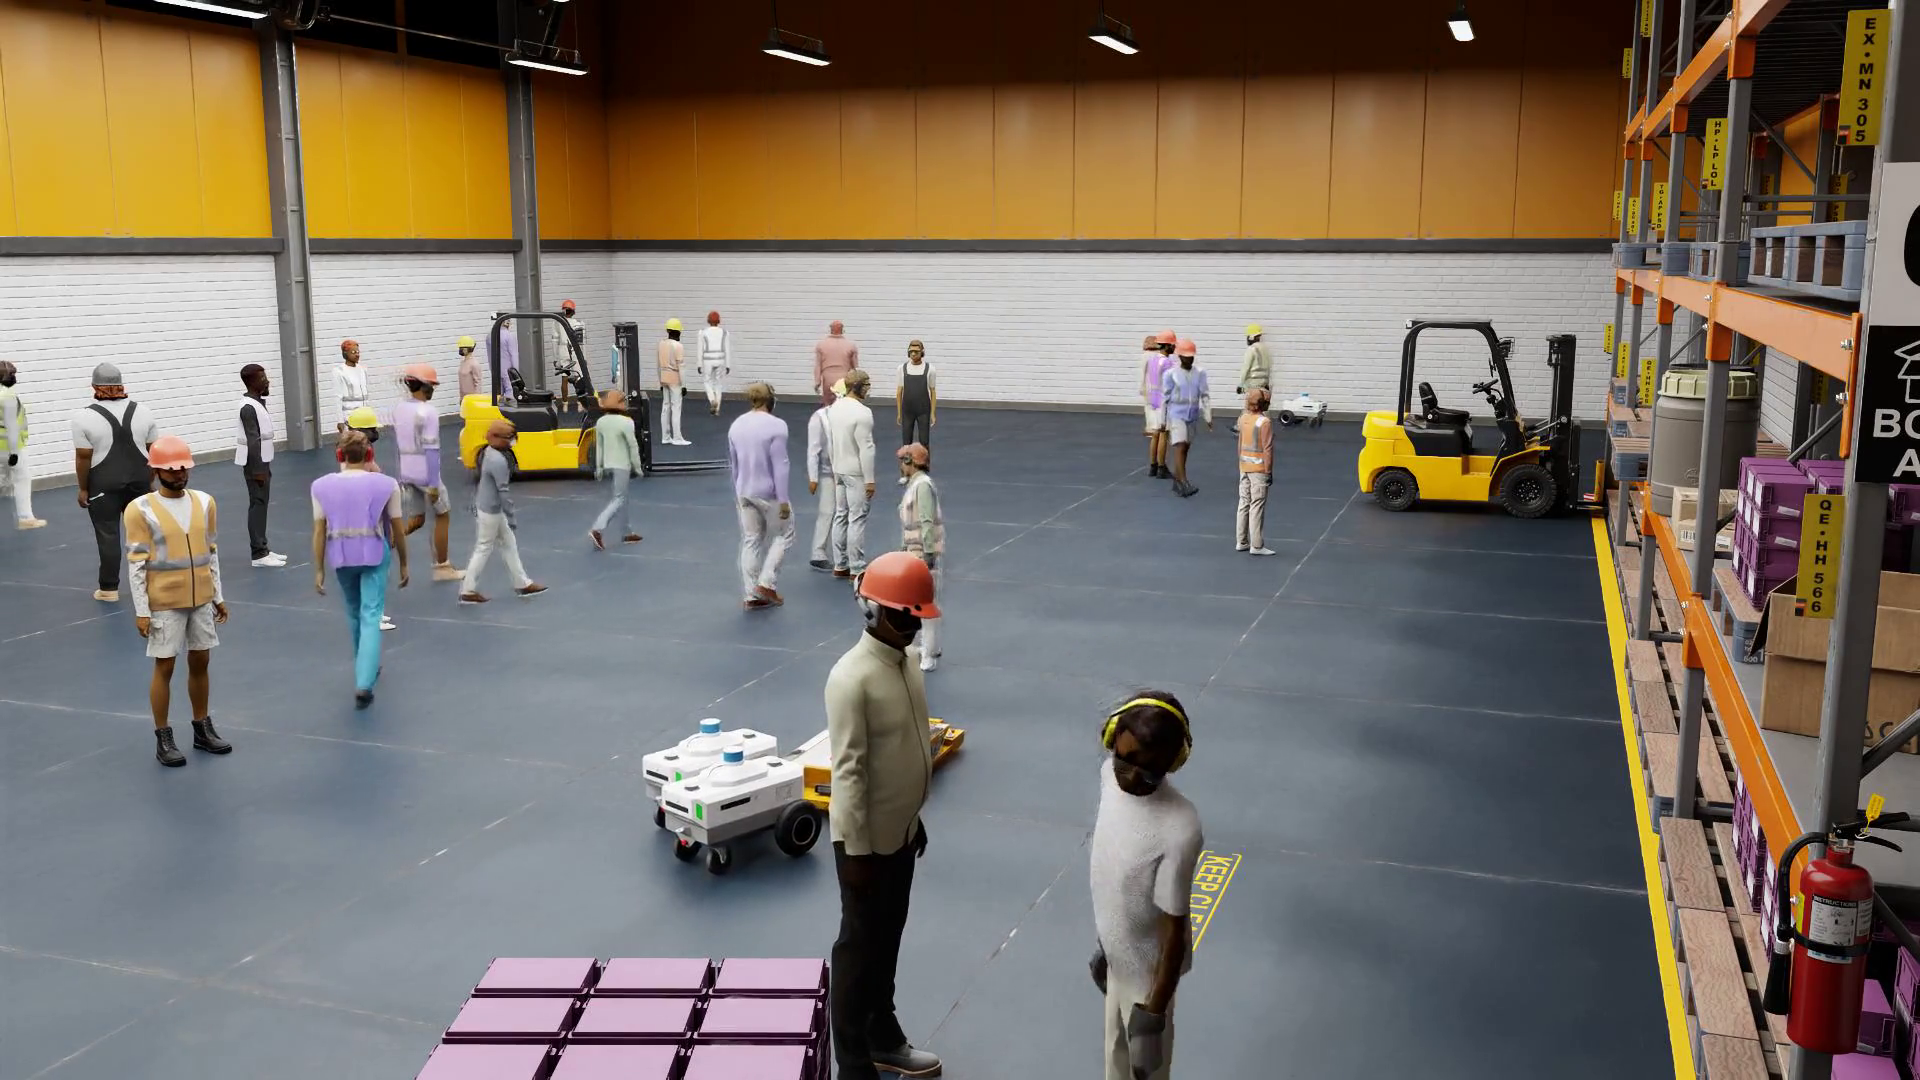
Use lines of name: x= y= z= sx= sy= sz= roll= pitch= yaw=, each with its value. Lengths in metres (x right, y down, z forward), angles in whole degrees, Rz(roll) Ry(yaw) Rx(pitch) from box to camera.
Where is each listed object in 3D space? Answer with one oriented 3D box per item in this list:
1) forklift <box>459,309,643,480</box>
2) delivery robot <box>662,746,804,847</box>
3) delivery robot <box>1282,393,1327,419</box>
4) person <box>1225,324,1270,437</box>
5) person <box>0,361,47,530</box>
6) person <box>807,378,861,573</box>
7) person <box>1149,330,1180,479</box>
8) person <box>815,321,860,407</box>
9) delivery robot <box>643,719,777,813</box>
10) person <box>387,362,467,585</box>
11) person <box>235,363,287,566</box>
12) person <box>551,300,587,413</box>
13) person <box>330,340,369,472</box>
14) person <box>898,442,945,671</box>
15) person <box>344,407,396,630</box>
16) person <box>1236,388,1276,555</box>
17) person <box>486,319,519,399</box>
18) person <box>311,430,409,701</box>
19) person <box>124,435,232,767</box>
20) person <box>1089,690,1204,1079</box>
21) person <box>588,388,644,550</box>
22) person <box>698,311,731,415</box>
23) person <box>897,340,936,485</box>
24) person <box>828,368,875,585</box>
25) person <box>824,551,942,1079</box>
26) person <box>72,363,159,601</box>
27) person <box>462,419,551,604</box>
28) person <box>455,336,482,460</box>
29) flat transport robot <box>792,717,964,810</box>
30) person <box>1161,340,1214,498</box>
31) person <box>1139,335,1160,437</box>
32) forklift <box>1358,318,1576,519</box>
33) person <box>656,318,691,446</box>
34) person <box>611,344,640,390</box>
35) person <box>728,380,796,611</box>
forklift: x=-5.354 y=-1.902 z=21.697 sx=2.313 sy=2.155 sz=1.214 roll=-2 pitch=10 yaw=-13
delivery robot: x=-1.117 y=1.264 z=8.220 sx=0.477 sy=0.478 sz=0.707 roll=10 pitch=14 yaw=43
delivery robot: x=5.782 y=-2.226 z=27.877 sx=0.707 sy=0.478 sz=0.477 roll=7 pitch=12 yaw=33
person: x=4.487 y=-2.465 z=25.978 sx=0.874 sy=1.792 sz=0.625 roll=7 pitch=12 yaw=34
person: x=-10.165 y=-0.985 z=17.585 sx=0.628 sy=1.817 sz=0.697 roll=6 pitch=12 yaw=31
person: x=-1.169 y=-0.612 z=15.581 sx=0.627 sy=1.792 sz=0.441 roll=-9 pitch=14 yaw=-43
person: x=2.668 y=-1.766 z=21.657 sx=0.358 sy=1.936 sz=0.552 roll=-3 pitch=10 yaw=-15
person: x=-1.869 y=-2.436 z=25.604 sx=0.679 sy=1.865 sz=0.929 roll=0 pitch=10 yaw=2
delivery robot: x=-1.303 y=1.180 z=8.696 sx=0.477 sy=0.478 sz=0.707 roll=9 pitch=14 yaw=42
person: x=-4.843 y=-0.572 z=14.743 sx=0.613 sy=2.010 sz=0.826 roll=8 pitch=13 yaw=37
person: x=-6.649 y=-0.709 z=15.749 sx=0.391 sy=1.922 sz=0.593 roll=-3 pitch=11 yaw=-19
person: x=-7.073 y=-3.326 z=30.144 sx=0.610 sy=2.042 sz=0.396 roll=-1 pitch=10 yaw=-7
person: x=-7.378 y=-1.490 z=20.255 sx=0.346 sy=1.882 sz=0.584 roll=4 pitch=11 yaw=19
person: x=-0.271 y=0.112 z=12.004 sx=0.324 sy=1.614 sz=0.608 roll=-2 pitch=10 yaw=-11
person: x=-4.679 y=-0.170 z=13.151 sx=0.310 sy=1.769 sz=0.522 roll=-4 pitch=11 yaw=-23
person: x=2.904 y=-0.670 z=16.326 sx=0.310 sy=1.638 sz=0.522 roll=-4 pitch=11 yaw=-22
person: x=-7.584 y=-2.836 z=27.771 sx=0.639 sy=1.909 sz=0.409 roll=6 pitch=12 yaw=30
person: x=-4.039 y=0.157 z=11.224 sx=0.578 sy=1.805 sz=0.981 roll=-1 pitch=10 yaw=-8
person: x=-4.562 y=0.347 z=9.758 sx=0.366 sy=1.935 sz=0.552 roll=7 pitch=12 yaw=34
person: x=0.505 y=1.281 z=4.833 sx=0.329 sy=1.831 sz=0.653 roll=-3 pitch=11 yaw=-17
person: x=-3.476 y=-0.718 z=16.681 sx=0.497 sy=1.602 sz=0.757 roll=8 pitch=13 yaw=38
person: x=-4.363 y=-3.132 z=29.541 sx=0.596 sy=1.866 sz=0.460 roll=-3 pitch=11 yaw=-18
person: x=-0.550 y=-1.607 z=21.017 sx=0.506 sy=1.846 sz=0.351 roll=1 pitch=10 yaw=7
person: x=-0.957 y=-0.572 z=14.935 sx=0.359 sy=1.936 sz=0.632 roll=-7 pitch=12 yaw=-33
person: x=-0.255 y=1.015 z=5.862 sx=0.400 sy=1.984 sz=0.610 roll=4 pitch=11 yaw=20
person: x=-7.249 y=-0.503 z=14.254 sx=0.537 sy=2.000 sz=0.678 roll=9 pitch=13 yaw=41
person: x=-3.868 y=-0.242 z=14.062 sx=0.794 sy=1.577 sz=0.566 roll=-3 pitch=11 yaw=-19
person: x=-6.889 y=-1.977 z=23.339 sx=0.319 sy=1.769 sz=0.531 roll=-9 pitch=14 yaw=-42
flat transport robot: x=-0.514 y=1.230 z=9.473 sx=0.652 sy=0.197 sz=1.431 roll=3 pitch=11 yaw=19
person: x=2.755 y=-1.463 z=20.081 sx=0.557 sy=1.884 sz=0.954 roll=-4 pitch=11 yaw=-19
person: x=3.076 y=-2.419 z=26.220 sx=0.510 sy=1.617 sz=0.473 roll=-6 pitch=12 yaw=-32
forklift: x=5.787 y=-1.437 z=19.079 sx=2.313 sy=2.155 sz=1.214 roll=3 pitch=11 yaw=19
person: x=-4.344 y=-2.396 z=25.232 sx=0.594 sy=1.924 sz=0.383 roll=9 pitch=13 yaw=41
person: x=-5.647 y=-2.766 z=28.128 sx=0.522 sy=1.638 sz=0.310 roll=-7 pitch=12 yaw=-34
person: x=-1.628 y=-0.360 z=13.774 sx=0.667 sy=1.922 sz=0.450 roll=7 pitch=12 yaw=36
